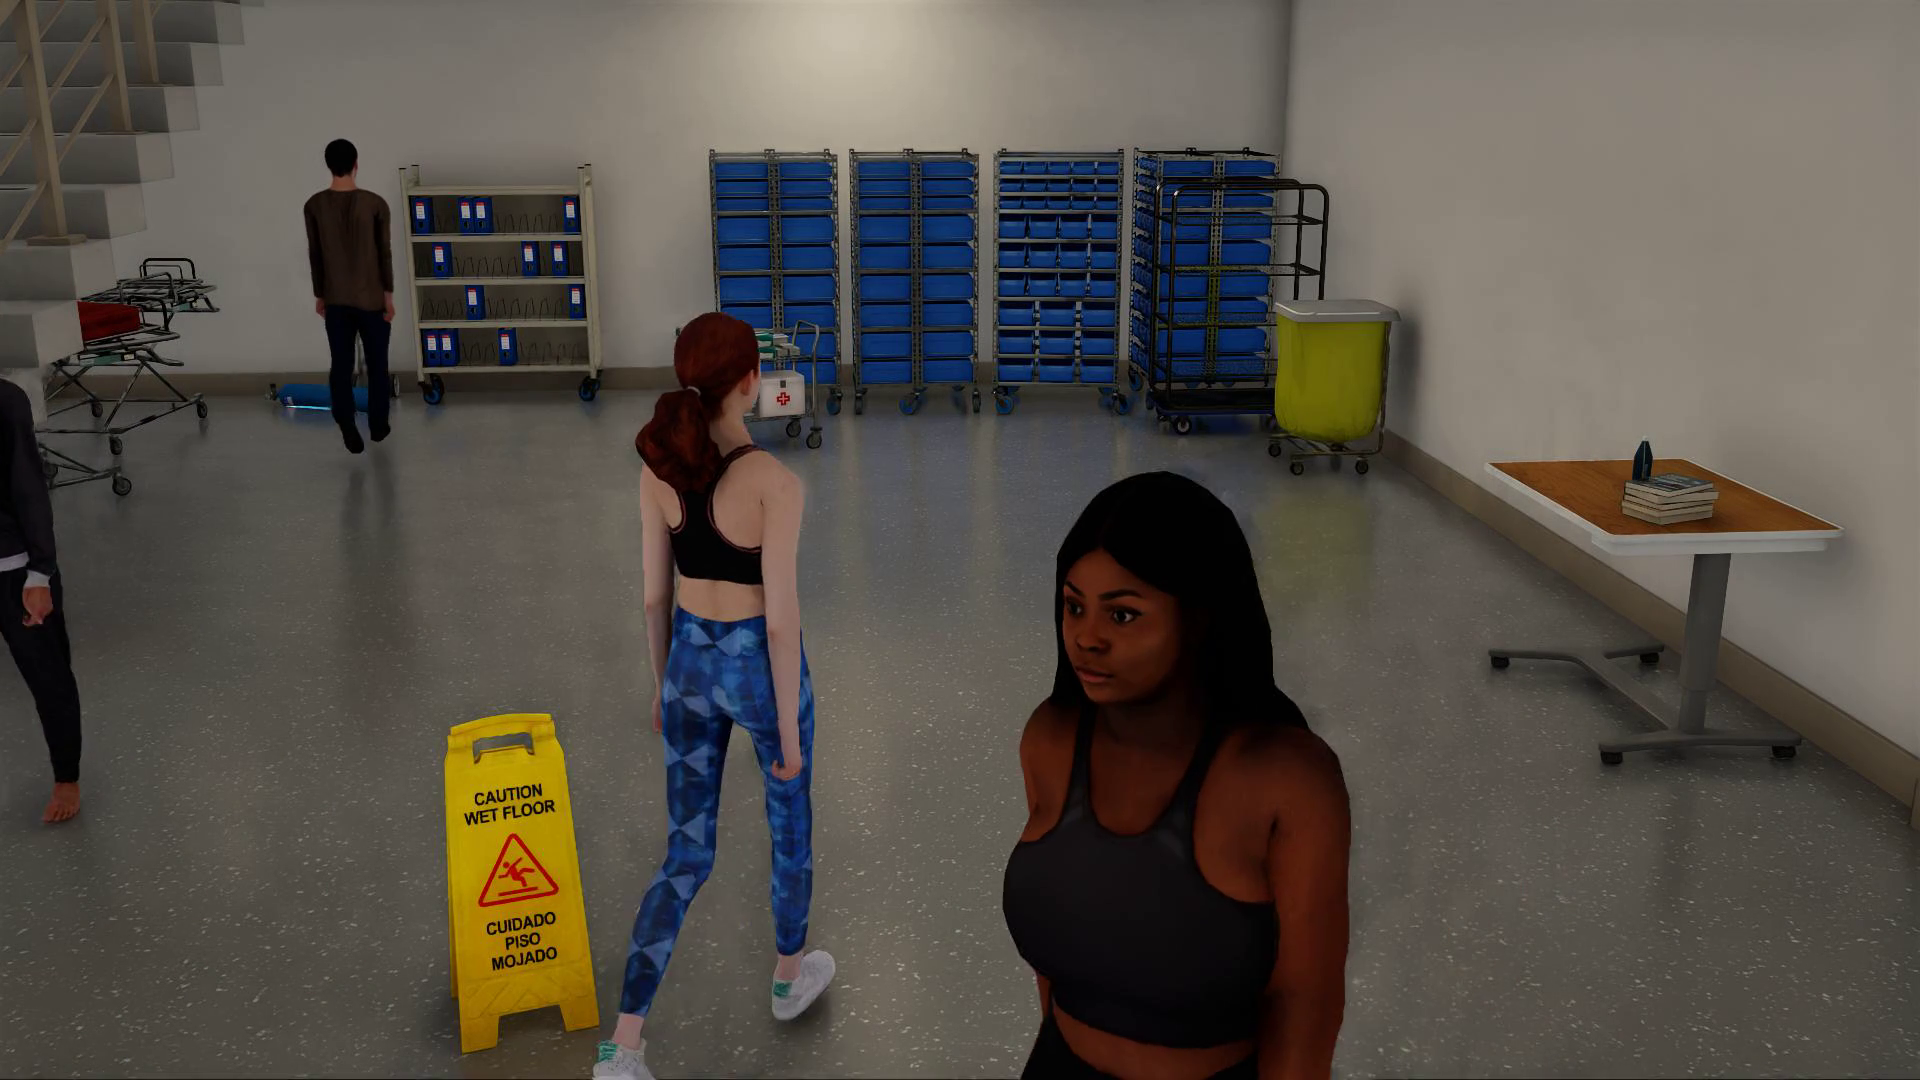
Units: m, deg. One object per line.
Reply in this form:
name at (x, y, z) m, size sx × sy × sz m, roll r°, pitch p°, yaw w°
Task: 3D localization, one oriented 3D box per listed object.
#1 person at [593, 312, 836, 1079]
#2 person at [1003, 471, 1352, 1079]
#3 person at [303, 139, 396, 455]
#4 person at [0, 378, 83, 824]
person at (-0.549, 0.417, 3.641) m, size 0.946 × 1.754 × 1.226 m, roll 6°, pitch 17°, yaw 22°
person at (0.344, 0.791, 2.296) m, size 1.139 × 1.763 × 1.311 m, roll 10°, pitch 18°, yaw 31°
person at (-3.662, -1.438, 10.020) m, size 0.745 × 1.863 × 1.176 m, roll -3°, pitch 16°, yaw -12°
person at (-2.898, 0.056, 5.014) m, size 0.637 × 1.704 × 0.863 m, roll -2°, pitch 16°, yaw -8°
